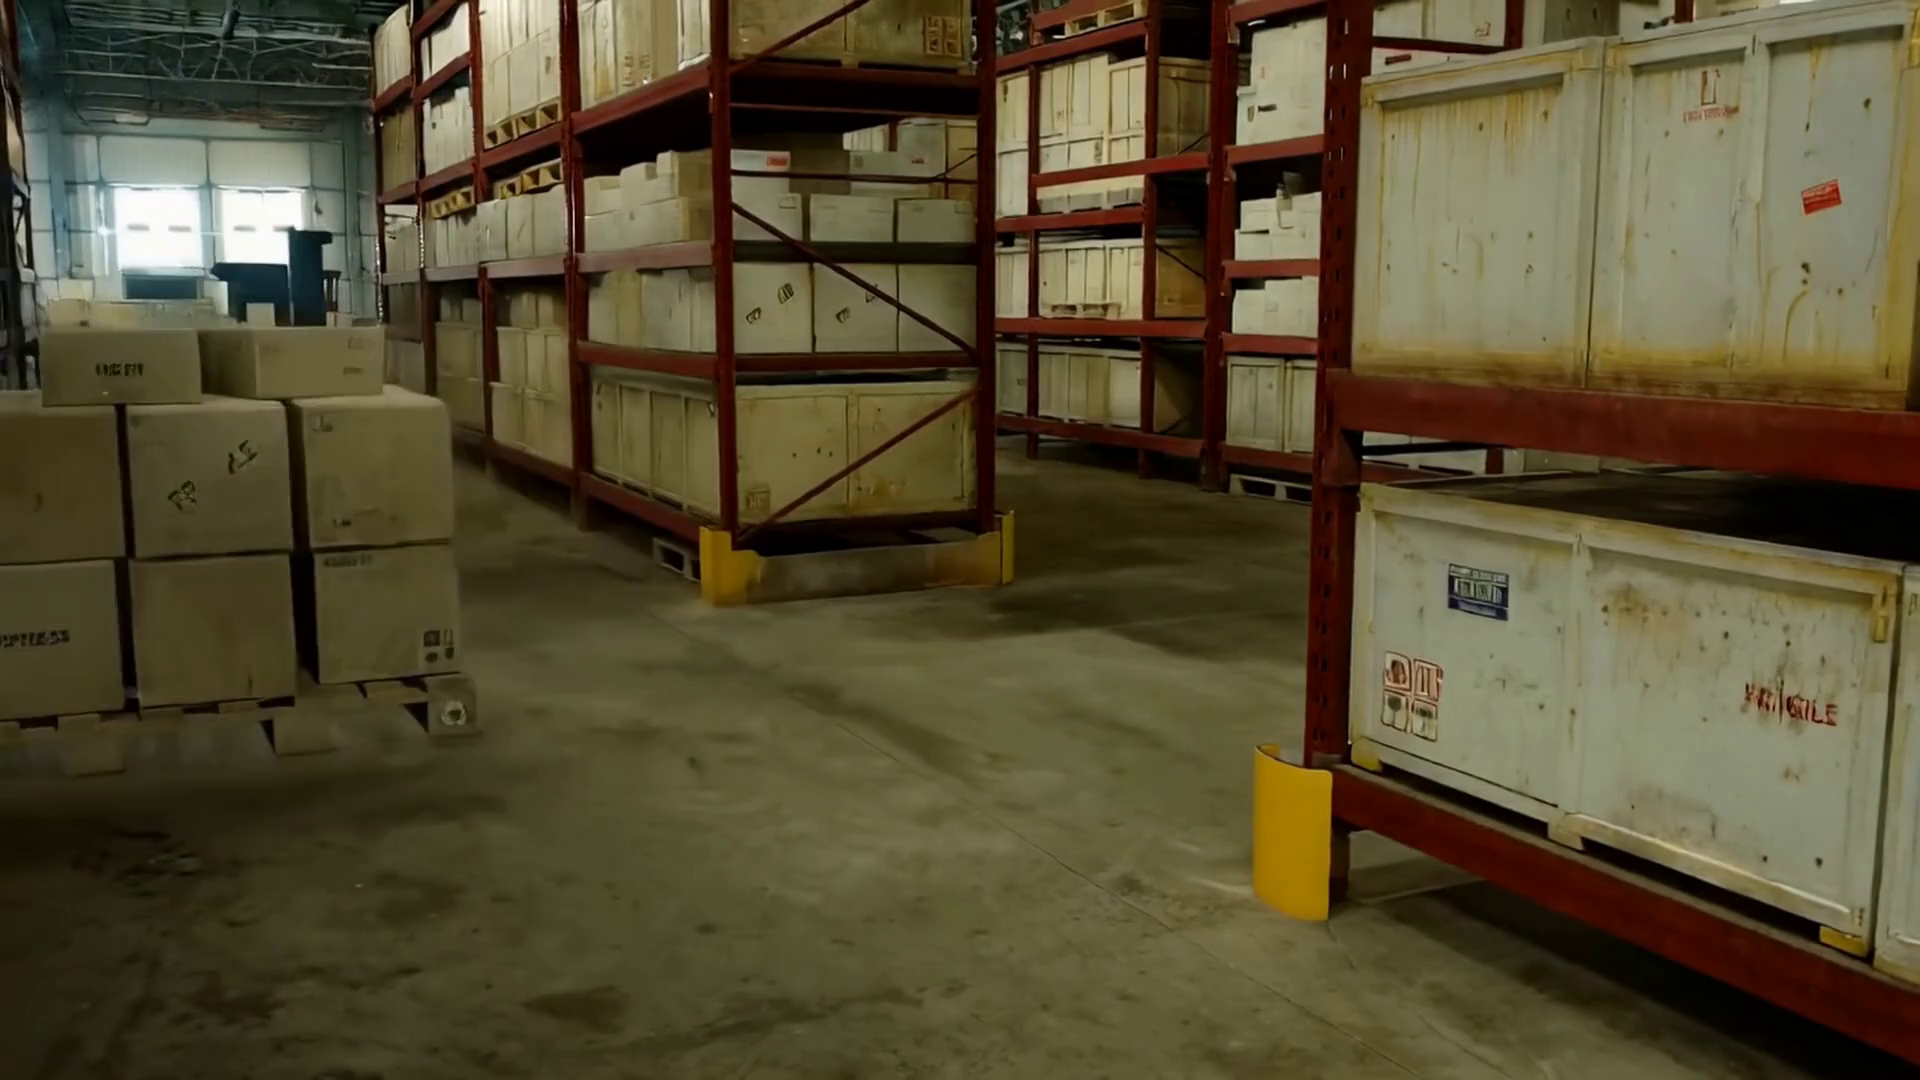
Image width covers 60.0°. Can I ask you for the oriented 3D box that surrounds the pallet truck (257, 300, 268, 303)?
[{"bbox_3d":[-23.913,-7.404,58.171,1.885,1.965,0.823,-1,8,-9],"label":"pallet truck"}]

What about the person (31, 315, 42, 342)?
[{"bbox_3d":[-24.908,-5.386,44.632,1.014,1.884,0.635,-3,9,-21],"label":"person"}]

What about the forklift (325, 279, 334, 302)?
[{"bbox_3d":[-18.345,-6.292,47.477,1.129,2.768,1.873,-5,10,-32],"label":"forklift"}]

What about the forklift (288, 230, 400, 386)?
[{"bbox_3d":[-7.782,-2.307,19.994,1.873,2.768,1.129,-4,9,-26],"label":"forklift"}]
